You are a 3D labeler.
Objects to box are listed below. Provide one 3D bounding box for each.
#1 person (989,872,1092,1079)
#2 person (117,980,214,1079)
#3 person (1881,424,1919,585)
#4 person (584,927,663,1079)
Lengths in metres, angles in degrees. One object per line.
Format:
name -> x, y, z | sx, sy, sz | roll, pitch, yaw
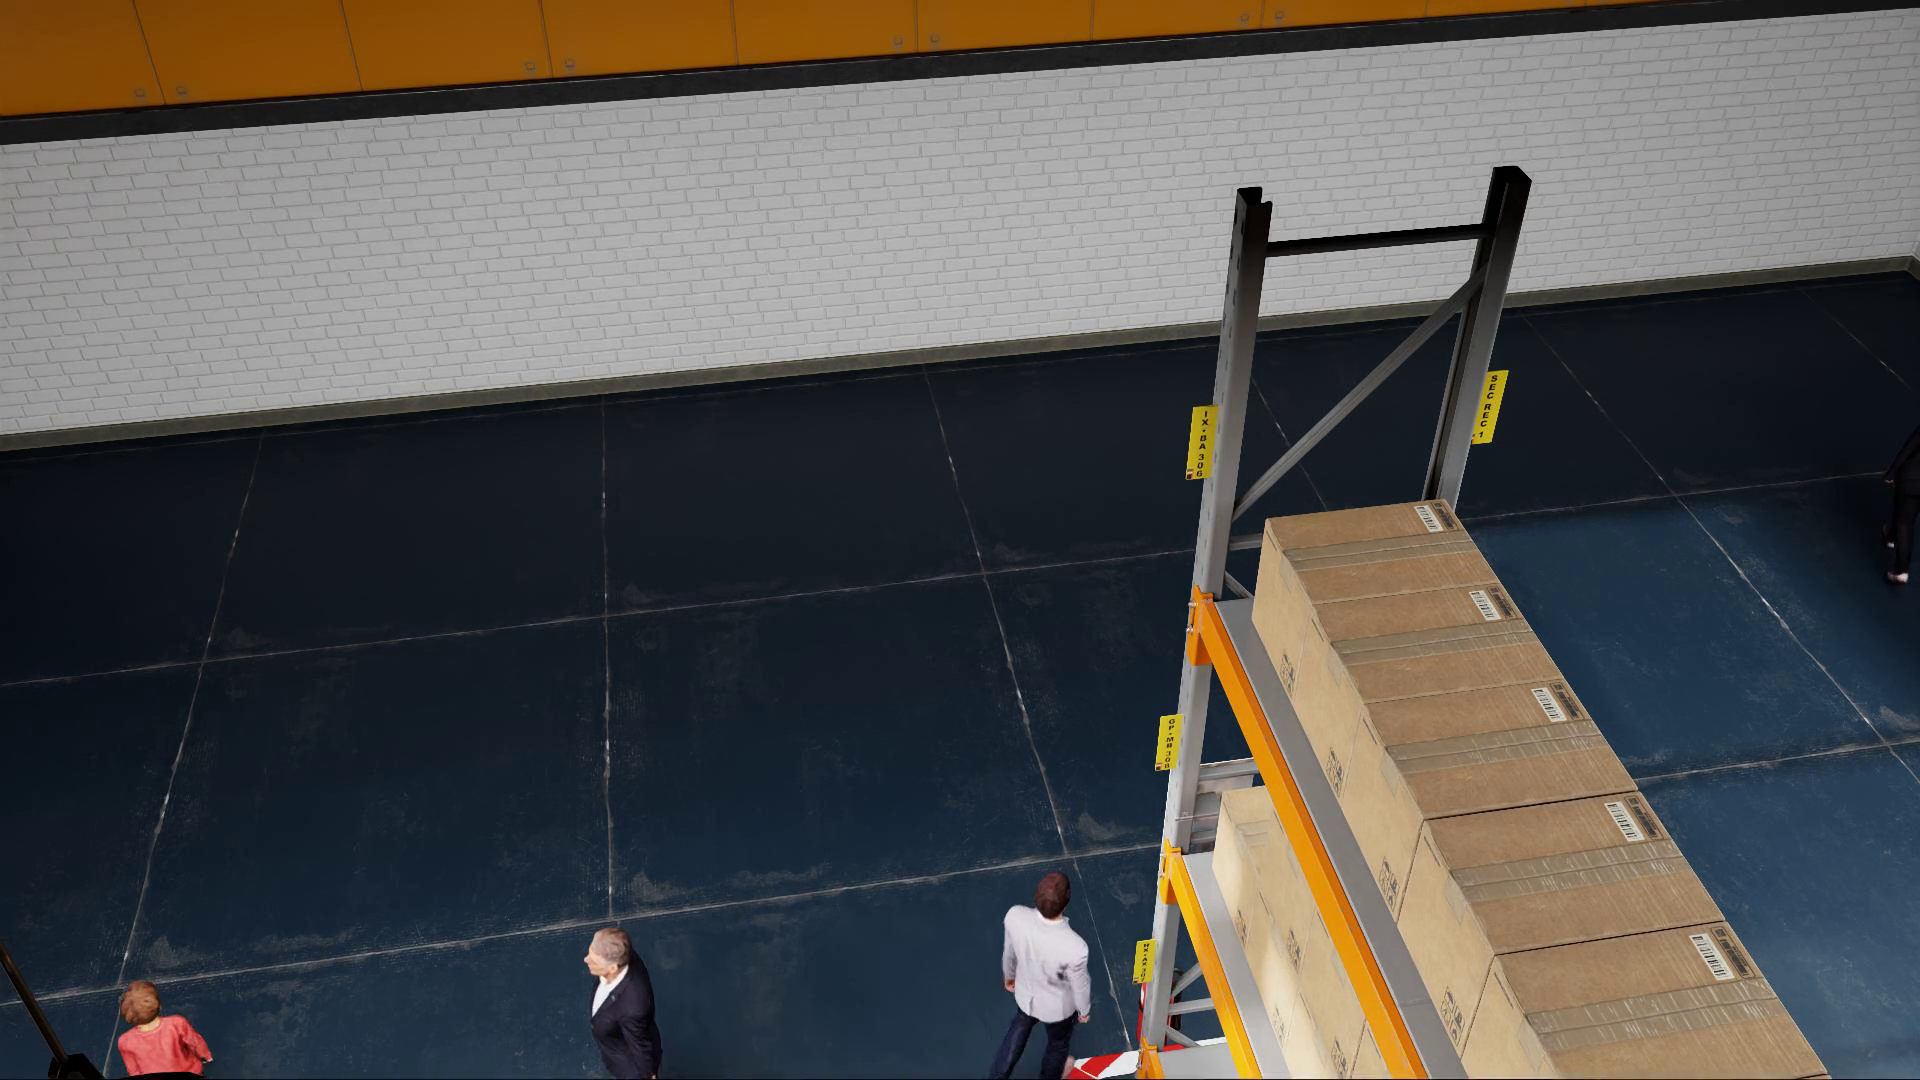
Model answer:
person -> 0.424, 2.521, 9.072 | 0.967, 1.836, 1.024 | 24, 45, 27
person -> -4.216, 2.927, 8.912 | 0.643, 1.402, 0.779 | -16, 41, -20
person -> 7.480, -0.376, 12.902 | 0.838, 1.583, 1.157 | 3, 39, 4
person -> -1.697, 2.679, 8.902 | 0.803, 1.801, 0.846 | -11, 40, -14
